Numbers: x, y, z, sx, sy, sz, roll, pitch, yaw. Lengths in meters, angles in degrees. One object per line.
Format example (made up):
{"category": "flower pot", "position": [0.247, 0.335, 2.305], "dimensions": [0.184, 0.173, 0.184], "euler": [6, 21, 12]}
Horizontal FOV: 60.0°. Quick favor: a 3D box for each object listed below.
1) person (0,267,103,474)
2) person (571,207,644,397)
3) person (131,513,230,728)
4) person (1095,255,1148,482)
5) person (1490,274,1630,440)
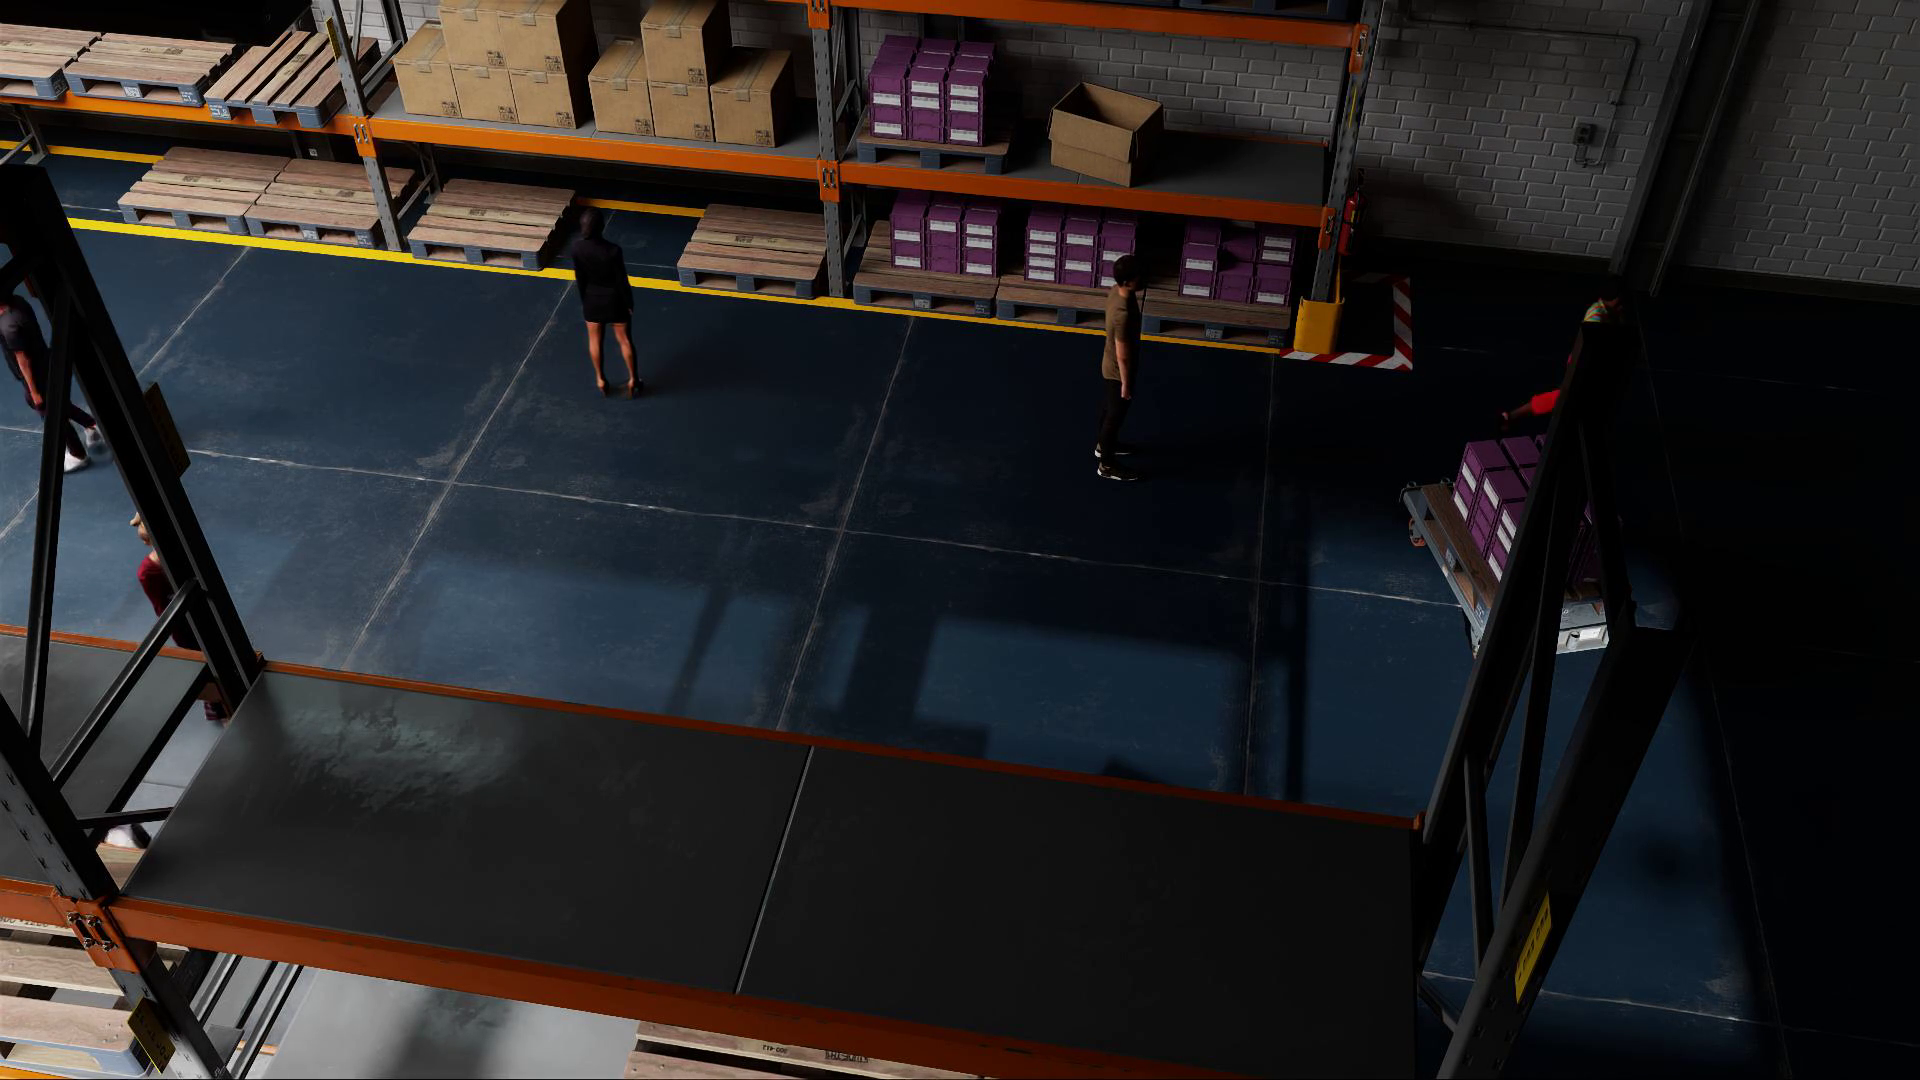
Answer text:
{"category": "person", "position": [-6.606, -1.259, 12.042], "dimensions": [0.865, 1.768, 0.808], "euler": [-15, 46, -16]}
{"category": "person", "position": [-2.700, -1.795, 12.701], "dimensions": [0.571, 1.635, 0.663], "euler": [0, 44, 0]}
{"category": "person", "position": [-4.713, 0.482, 10.265], "dimensions": [0.539, 1.699, 0.647], "euler": [12, 45, 13]}
{"category": "person", "position": [1.152, -1.260, 11.982], "dimensions": [0.605, 1.852, 0.686], "euler": [1, 44, 1]}
{"category": "person", "position": [4.401, -1.222, 12.014], "dimensions": [1.109, 1.754, 0.743], "euler": [13, 45, 13]}
